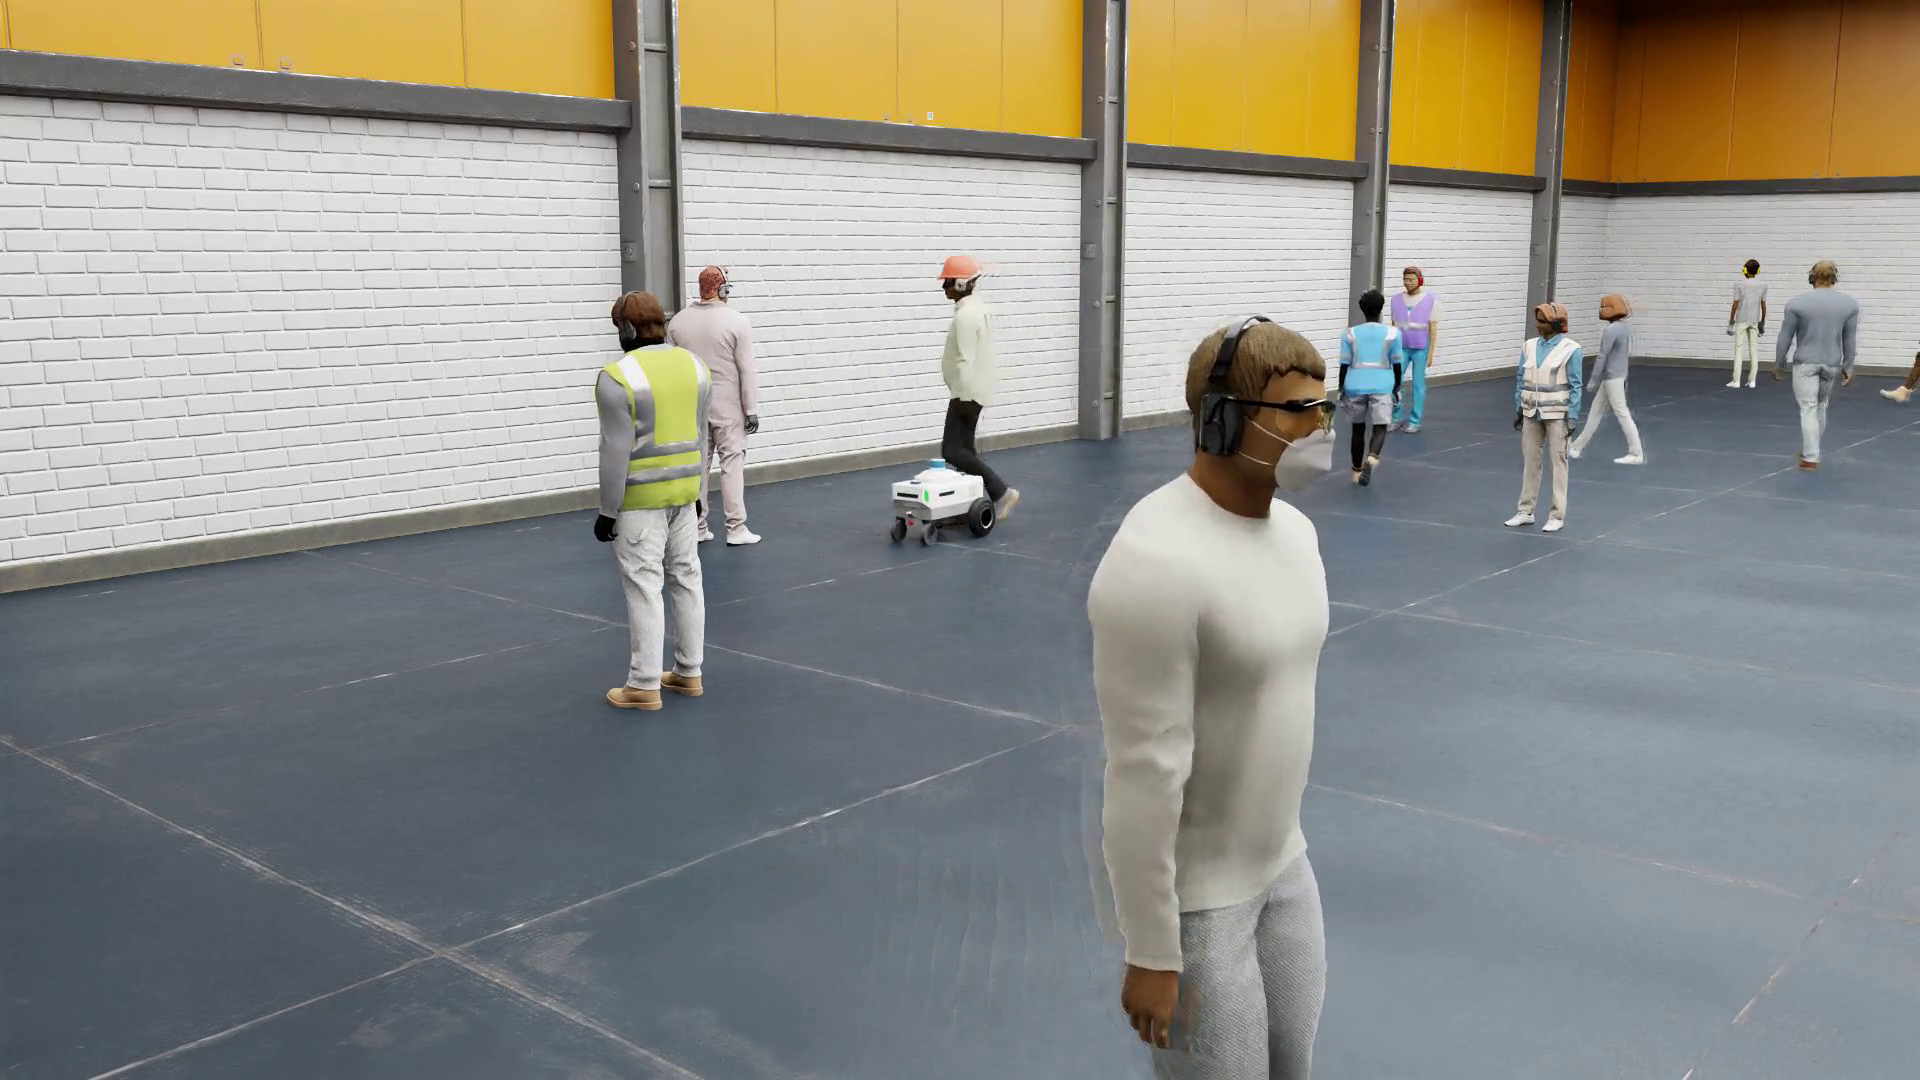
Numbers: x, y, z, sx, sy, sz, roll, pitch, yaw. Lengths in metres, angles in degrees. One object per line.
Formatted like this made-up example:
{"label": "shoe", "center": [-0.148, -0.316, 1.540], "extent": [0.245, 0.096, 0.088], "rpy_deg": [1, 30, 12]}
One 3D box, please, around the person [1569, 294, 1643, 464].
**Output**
{"label": "person", "center": [6.096, -1.520, 15.702], "extent": [0.845, 1.579, 0.520], "rpy_deg": [7, 12, 34]}

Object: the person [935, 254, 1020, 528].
{"label": "person", "center": [0.093, -1.039, 11.871], "extent": [0.555, 1.982, 0.614], "rpy_deg": [1, 10, 7]}

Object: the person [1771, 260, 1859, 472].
{"label": "person", "center": [7.800, -1.600, 15.288], "extent": [0.634, 1.909, 0.867], "rpy_deg": [0, 10, 2]}

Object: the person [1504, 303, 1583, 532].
{"label": "person", "center": [4.210, -0.880, 11.941], "extent": [0.313, 1.637, 0.513], "rpy_deg": [-7, 12, -34]}

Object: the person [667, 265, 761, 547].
{"label": "person", "center": [-1.652, -0.908, 11.331], "extent": [0.655, 1.906, 0.407], "rpy_deg": [4, 11, 21]}

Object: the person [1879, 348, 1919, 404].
{"label": "person", "center": [12.518, -2.709, 21.354], "extent": [1.043, 1.987, 0.635], "rpy_deg": [4, 11, 22]}

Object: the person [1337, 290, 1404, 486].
{"label": "person", "center": [3.430, -1.255, 13.955], "extent": [0.541, 1.676, 0.707], "rpy_deg": [4, 11, 20]}

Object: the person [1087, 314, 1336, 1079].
{"label": "person", "center": [0.374, 0.576, 2.851], "extent": [0.614, 1.921, 0.637], "rpy_deg": [7, 12, 36]}

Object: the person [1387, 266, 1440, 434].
{"label": "person", "center": [4.899, -2.054, 18.104], "extent": [0.566, 1.826, 0.577], "rpy_deg": [7, 12, 35]}

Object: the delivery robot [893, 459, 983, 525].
{"label": "delivery robot", "center": [-0.152, -0.322, 11.577], "extent": [0.477, 0.478, 0.707], "rpy_deg": [7, 12, 36]}

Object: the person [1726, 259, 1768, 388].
{"label": "person", "center": [11.441, -3.138, 24.172], "extent": [0.504, 1.860, 0.311], "rpy_deg": [0, 10, -2]}

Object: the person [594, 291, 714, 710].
{"label": "person", "center": [-1.370, -0.172, 7.347], "extent": [0.430, 1.838, 0.619], "rpy_deg": [7, 12, 35]}
